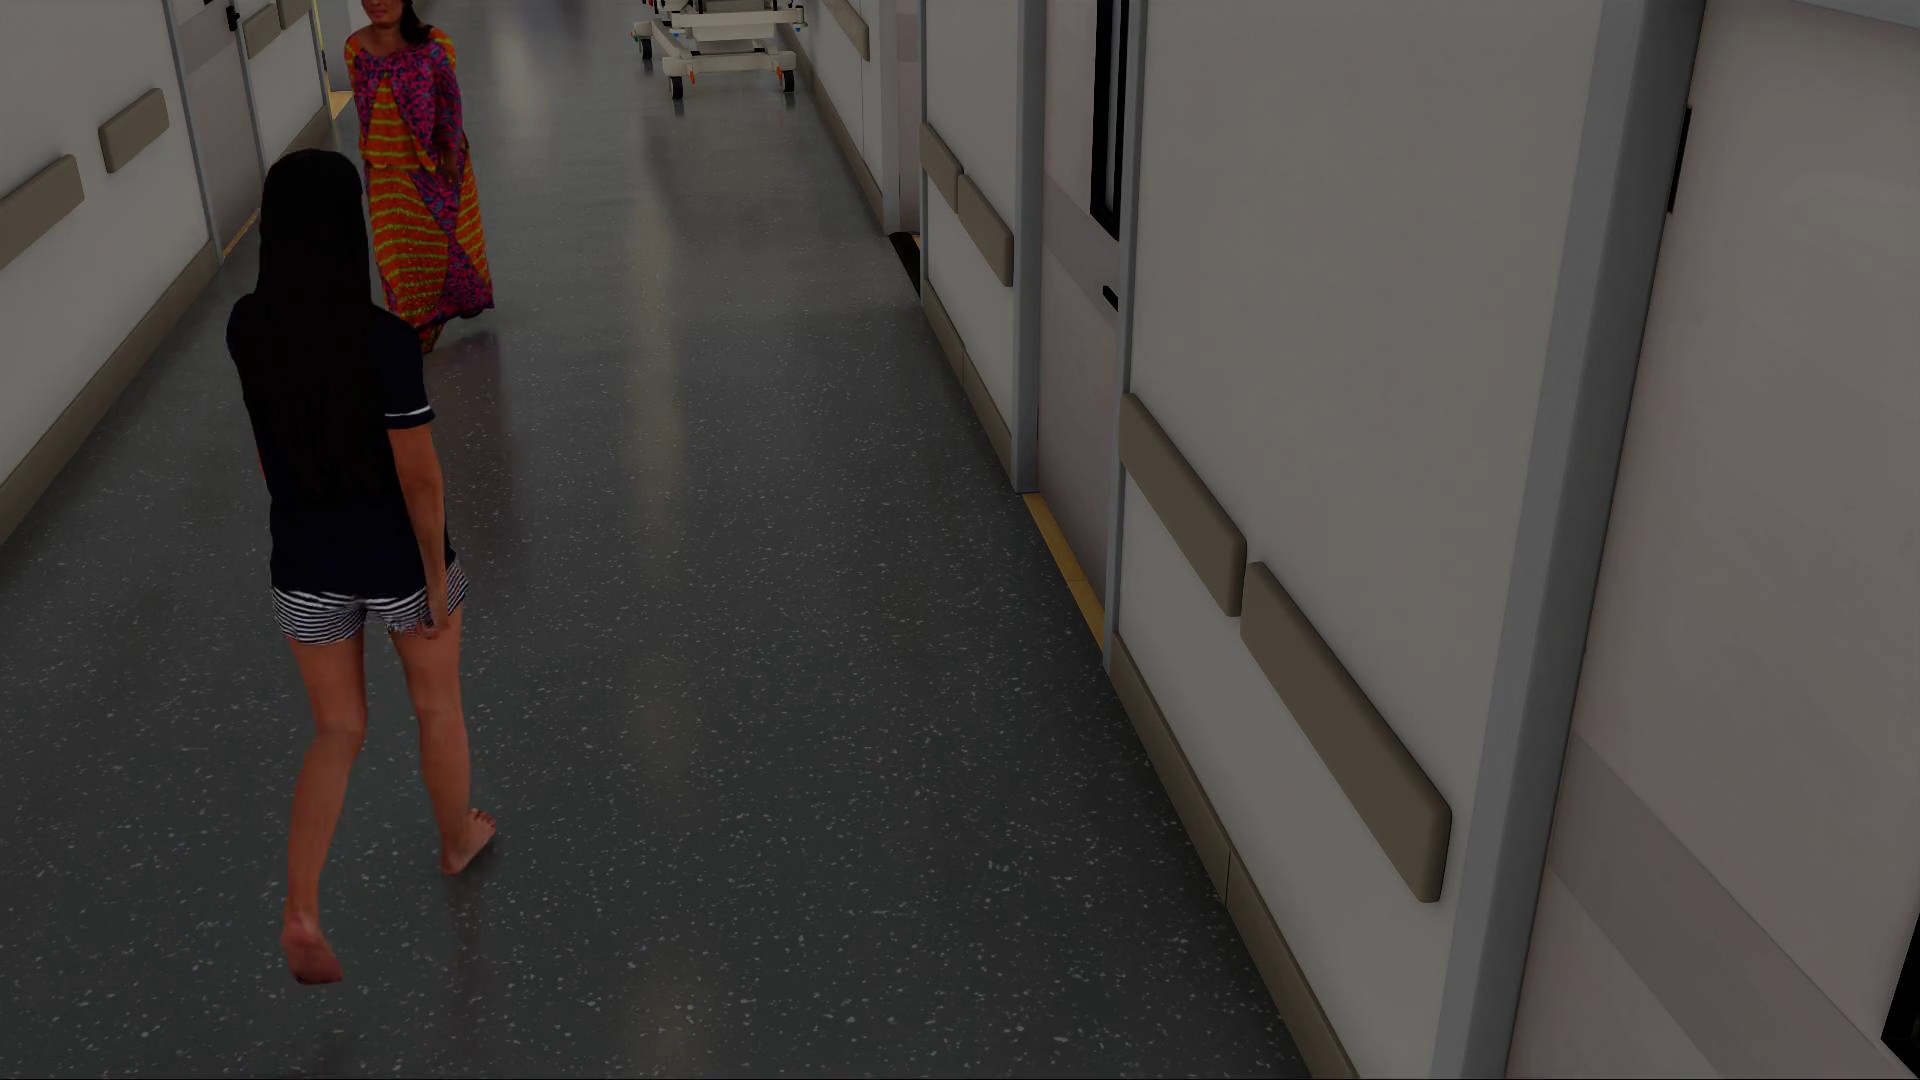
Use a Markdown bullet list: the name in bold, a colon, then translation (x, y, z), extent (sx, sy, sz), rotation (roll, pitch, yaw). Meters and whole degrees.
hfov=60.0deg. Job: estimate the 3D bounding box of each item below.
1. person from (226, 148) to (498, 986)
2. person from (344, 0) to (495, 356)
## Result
- **person**: translation (-1.272, 0.109, 3.419), extent (1.009, 1.745, 0.811), rotation (3, 26, 6)
- **person**: translation (-2.323, -1.685, 7.228), extent (1.125, 1.669, 0.759), rotation (-2, 26, -4)
